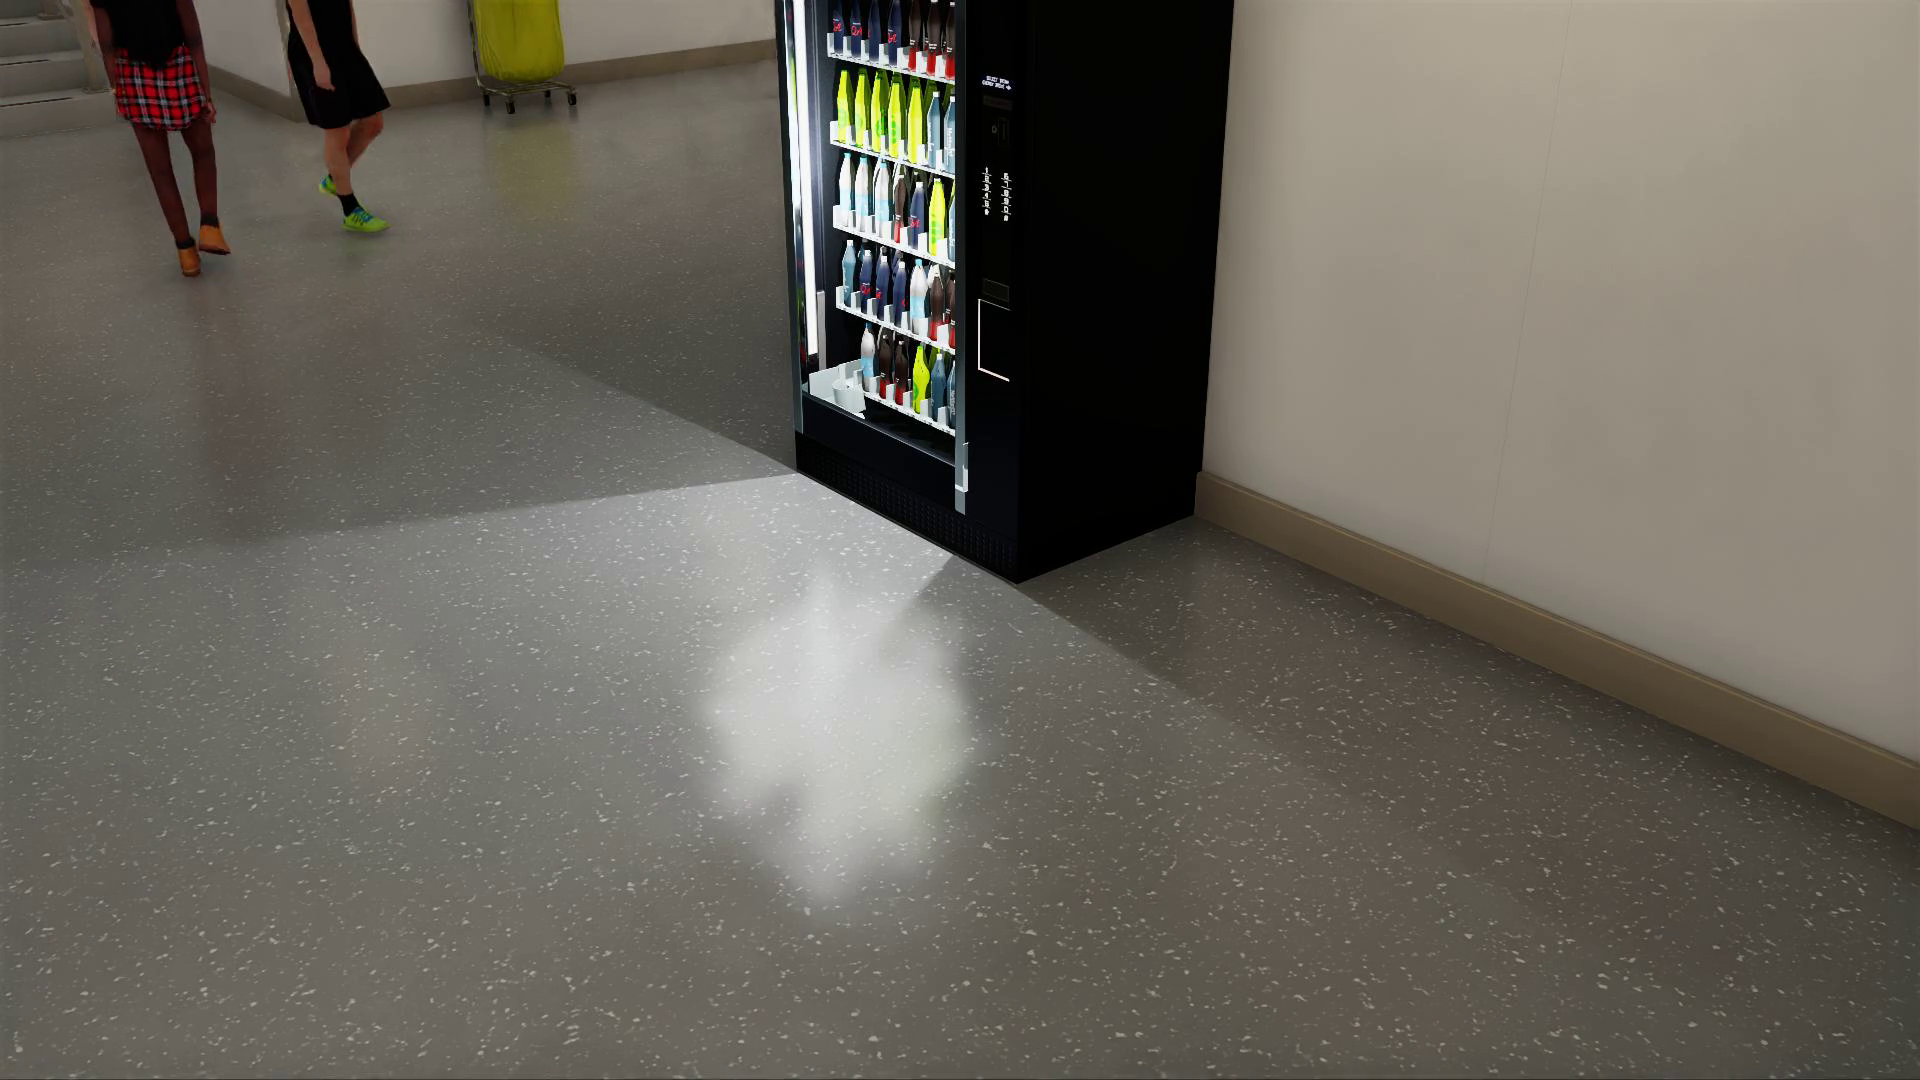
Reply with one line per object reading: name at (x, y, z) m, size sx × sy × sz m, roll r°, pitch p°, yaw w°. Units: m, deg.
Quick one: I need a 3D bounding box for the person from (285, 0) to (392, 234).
person at (-3.351, -2.515, 8.620) m, size 0.889 × 1.873 × 0.842 m, roll 7°, pitch 27°, yaw 15°

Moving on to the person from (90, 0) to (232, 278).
person at (-3.800, -2.100, 7.934) m, size 0.668 × 1.721 × 0.667 m, roll -11°, pitch 28°, yaw -21°
